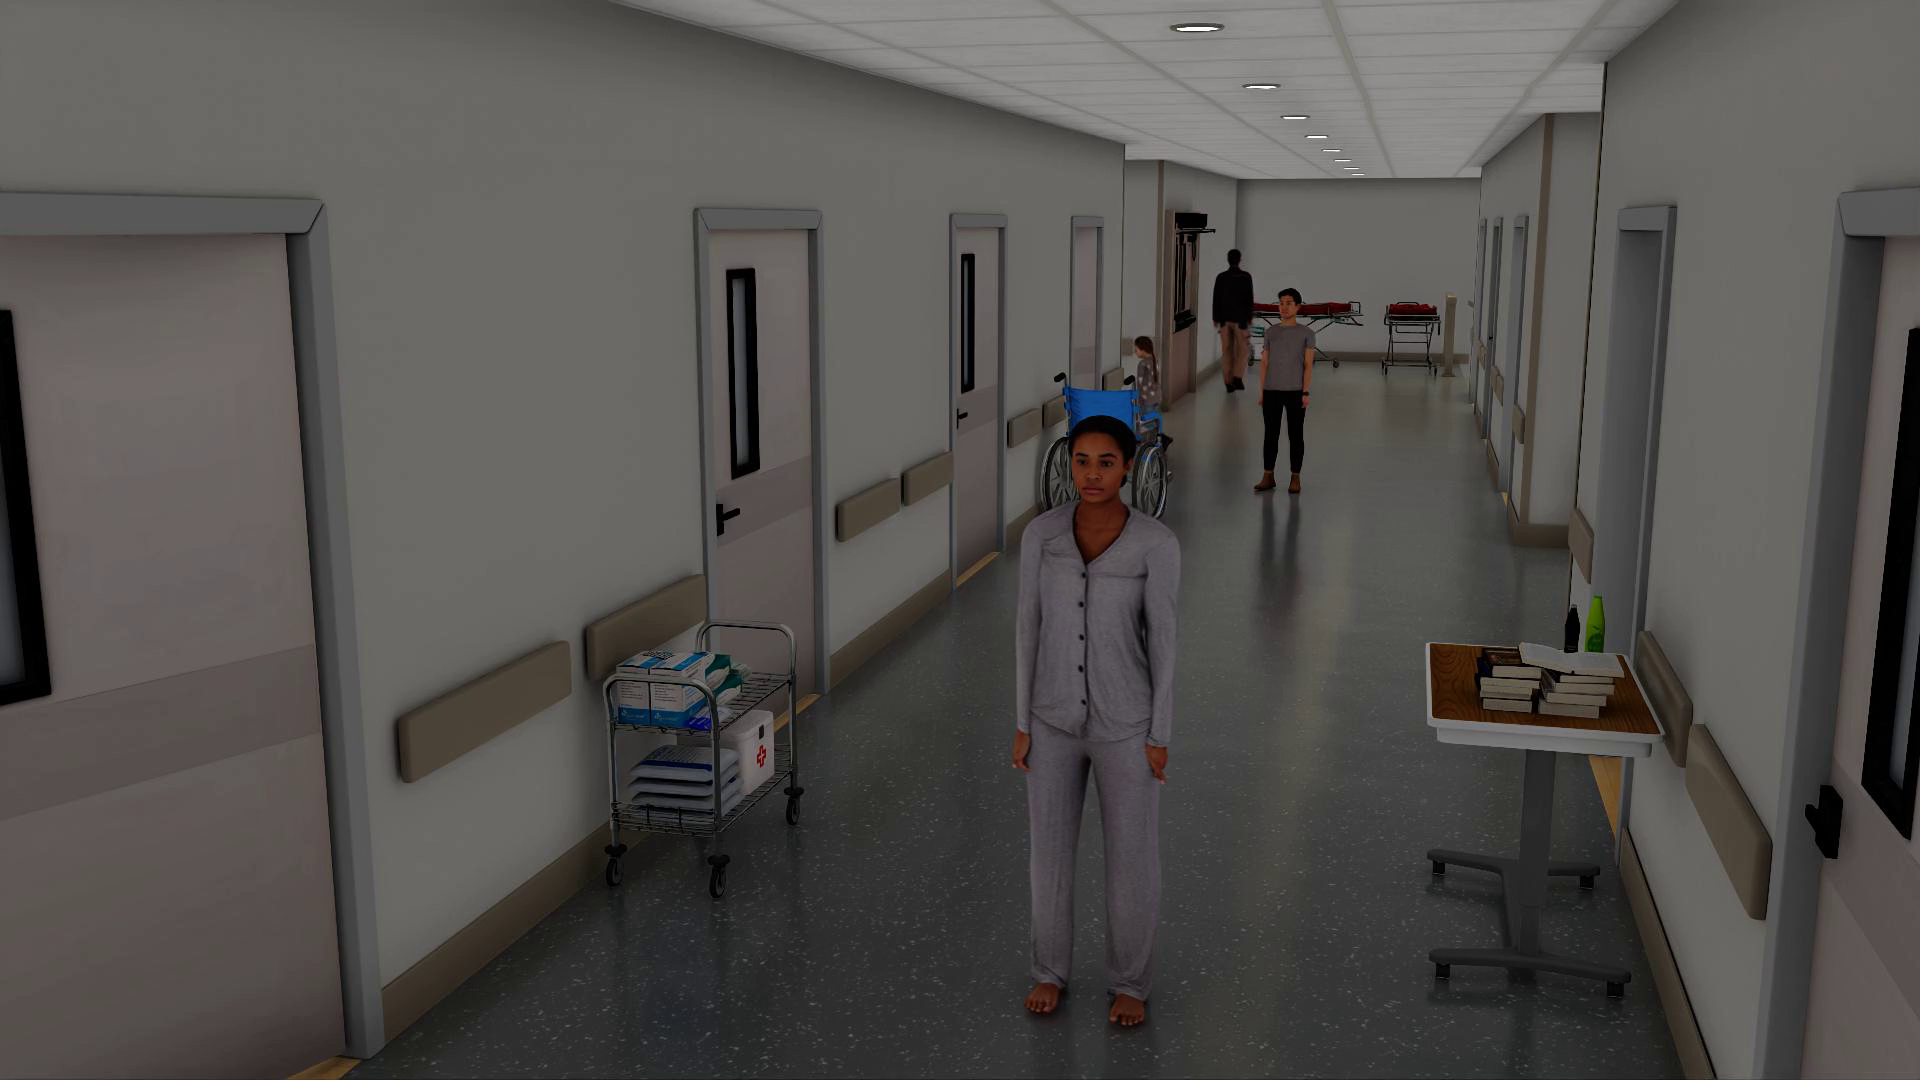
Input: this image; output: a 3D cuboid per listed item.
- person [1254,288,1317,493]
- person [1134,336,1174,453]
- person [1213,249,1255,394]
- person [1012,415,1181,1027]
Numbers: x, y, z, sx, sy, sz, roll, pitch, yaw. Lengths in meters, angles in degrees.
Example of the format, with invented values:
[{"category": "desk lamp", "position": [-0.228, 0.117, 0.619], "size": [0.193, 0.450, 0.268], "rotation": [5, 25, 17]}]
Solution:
[{"category": "person", "position": [2.773, -1.282, 14.152], "size": [0.649, 1.724, 0.595], "rotation": [5, 12, 26]}, {"category": "person", "position": [1.855, -1.373, 16.099], "size": [0.739, 1.177, 0.741], "rotation": [10, 15, 44]}, {"category": "person", "position": [3.666, -2.930, 22.312], "size": [0.699, 1.919, 0.625], "rotation": [3, 11, 15]}, {"category": "person", "position": [0.380, 0.500, 4.738], "size": [0.625, 1.733, 0.545], "rotation": [4, 11, 19]}]
